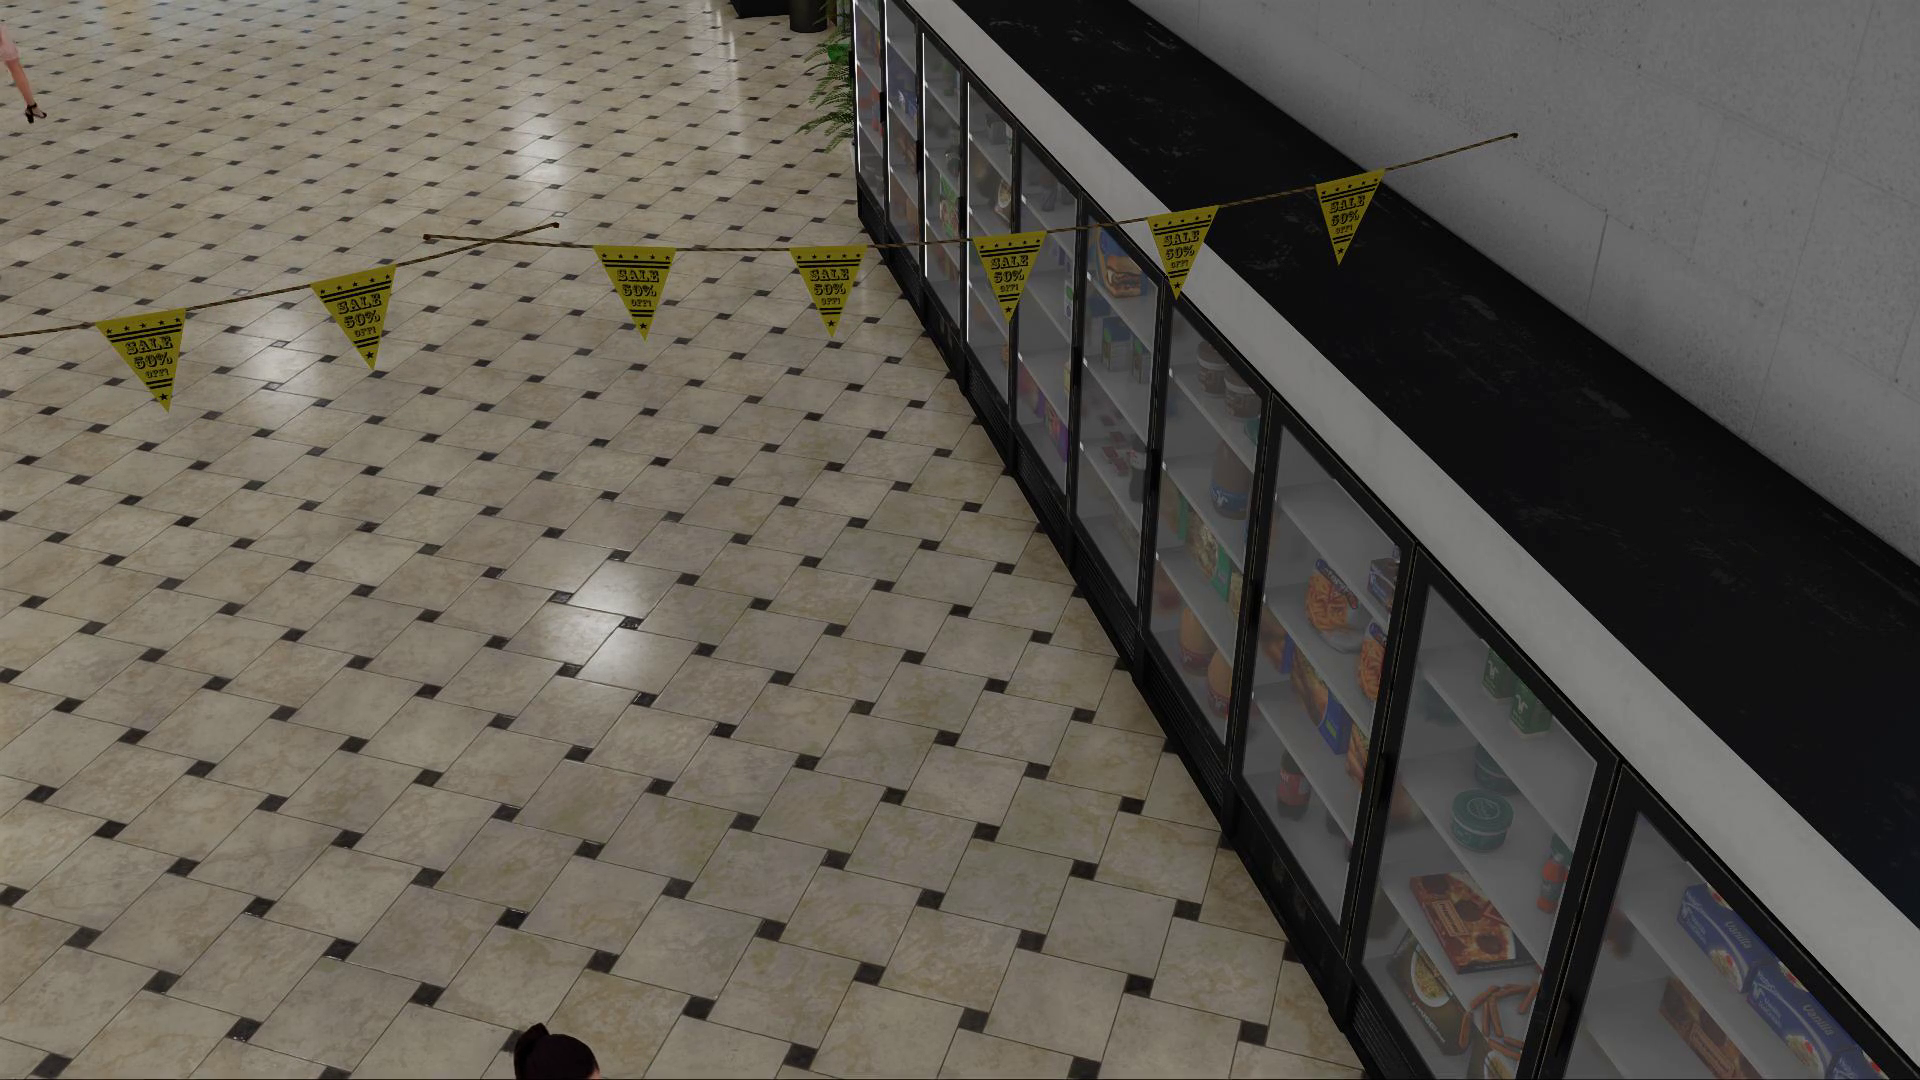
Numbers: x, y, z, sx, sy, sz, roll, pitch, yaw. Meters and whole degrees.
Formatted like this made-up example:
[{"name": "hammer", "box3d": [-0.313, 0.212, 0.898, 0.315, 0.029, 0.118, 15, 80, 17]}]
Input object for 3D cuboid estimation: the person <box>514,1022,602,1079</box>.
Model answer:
[{"name": "person", "box3d": [-0.916, 1.826, 4.193, 0.710, 1.608, 0.633, 21, 38, 30]}]
